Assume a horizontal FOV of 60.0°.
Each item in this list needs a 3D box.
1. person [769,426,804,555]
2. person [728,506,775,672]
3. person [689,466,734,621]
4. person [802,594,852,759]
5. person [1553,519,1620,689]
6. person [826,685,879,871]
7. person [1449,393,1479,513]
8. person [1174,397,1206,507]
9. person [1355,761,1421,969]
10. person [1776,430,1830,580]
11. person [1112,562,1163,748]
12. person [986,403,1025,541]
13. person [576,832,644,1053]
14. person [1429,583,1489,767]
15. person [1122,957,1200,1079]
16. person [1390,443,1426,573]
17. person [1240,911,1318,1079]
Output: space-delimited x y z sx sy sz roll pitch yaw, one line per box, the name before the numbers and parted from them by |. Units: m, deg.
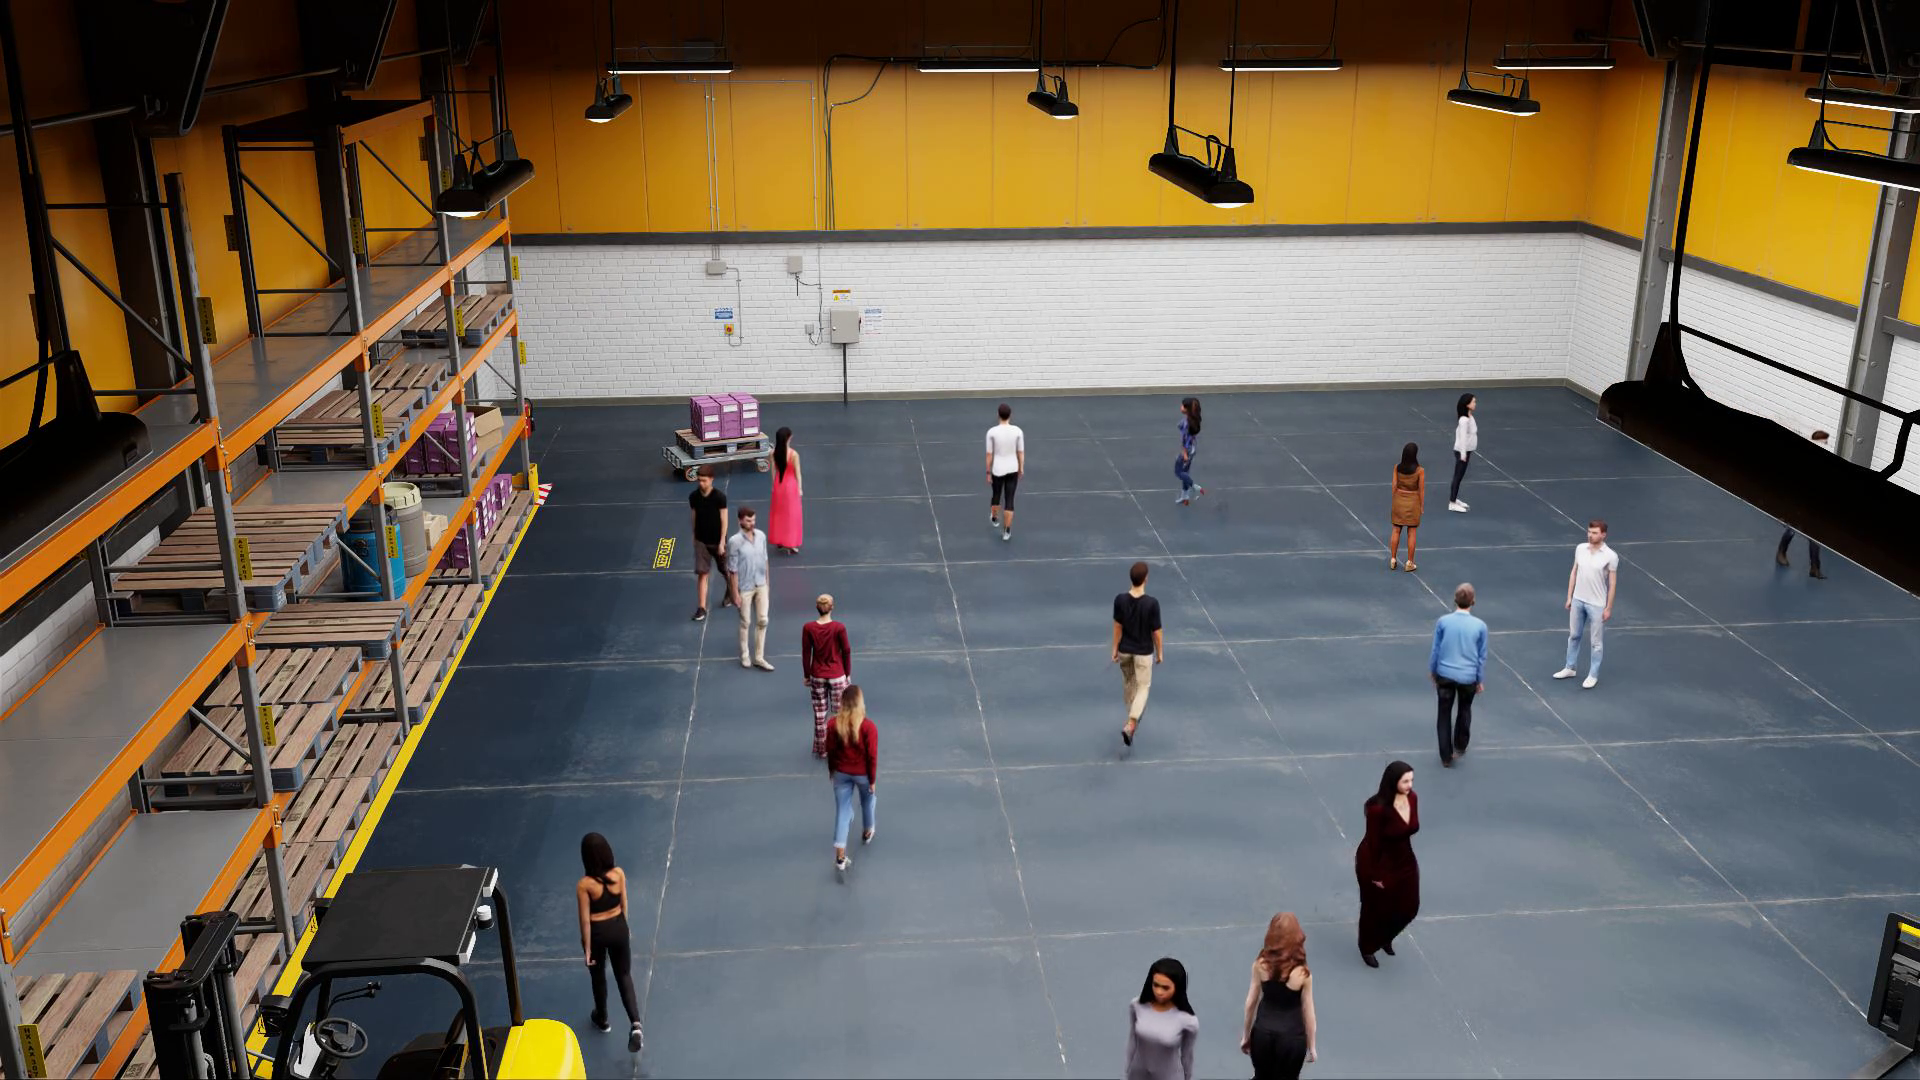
person | -2.272 -0.646 21.861 0.729 1.720 0.734 8 20 22
person | -2.331 0.502 18.279 0.860 1.831 0.914 -13 22 -33
person | -2.907 -0.018 19.823 0.908 1.831 1.271 4 19 13
person | -1.283 1.304 16.108 0.647 1.696 0.541 1 19 4
person | 6.739 0.661 17.776 0.792 1.850 0.684 -15 24 -37
person | -0.926 2.033 14.100 0.771 1.596 1.138 3 19 8
person | 7.178 -1.268 23.739 0.757 1.700 0.636 7 20 20
person | 3.319 -1.260 23.858 0.833 1.609 0.774 8 20 23
person | 3.173 2.435 12.673 0.785 1.745 0.825 -10 21 -28
person | 10.740 -0.487 21.185 0.766 1.850 1.204 0 19 0
person | 1.716 1.141 16.383 0.970 1.831 1.218 7 20 19
person | 0.621 -0.898 22.448 0.712 1.823 1.074 0 19 0
person | -2.447 2.836 11.674 0.837 1.624 1.064 -11 22 -30
person | 4.751 1.312 15.917 0.886 1.804 0.993 7 20 20
person | 1.253 3.287 10.190 0.936 1.715 1.039 12 22 32
person | 5.711 -0.429 21.263 0.640 1.690 0.672 11 21 29
person | 1.965 3.192 10.455 0.834 1.726 0.925 11 21 28
